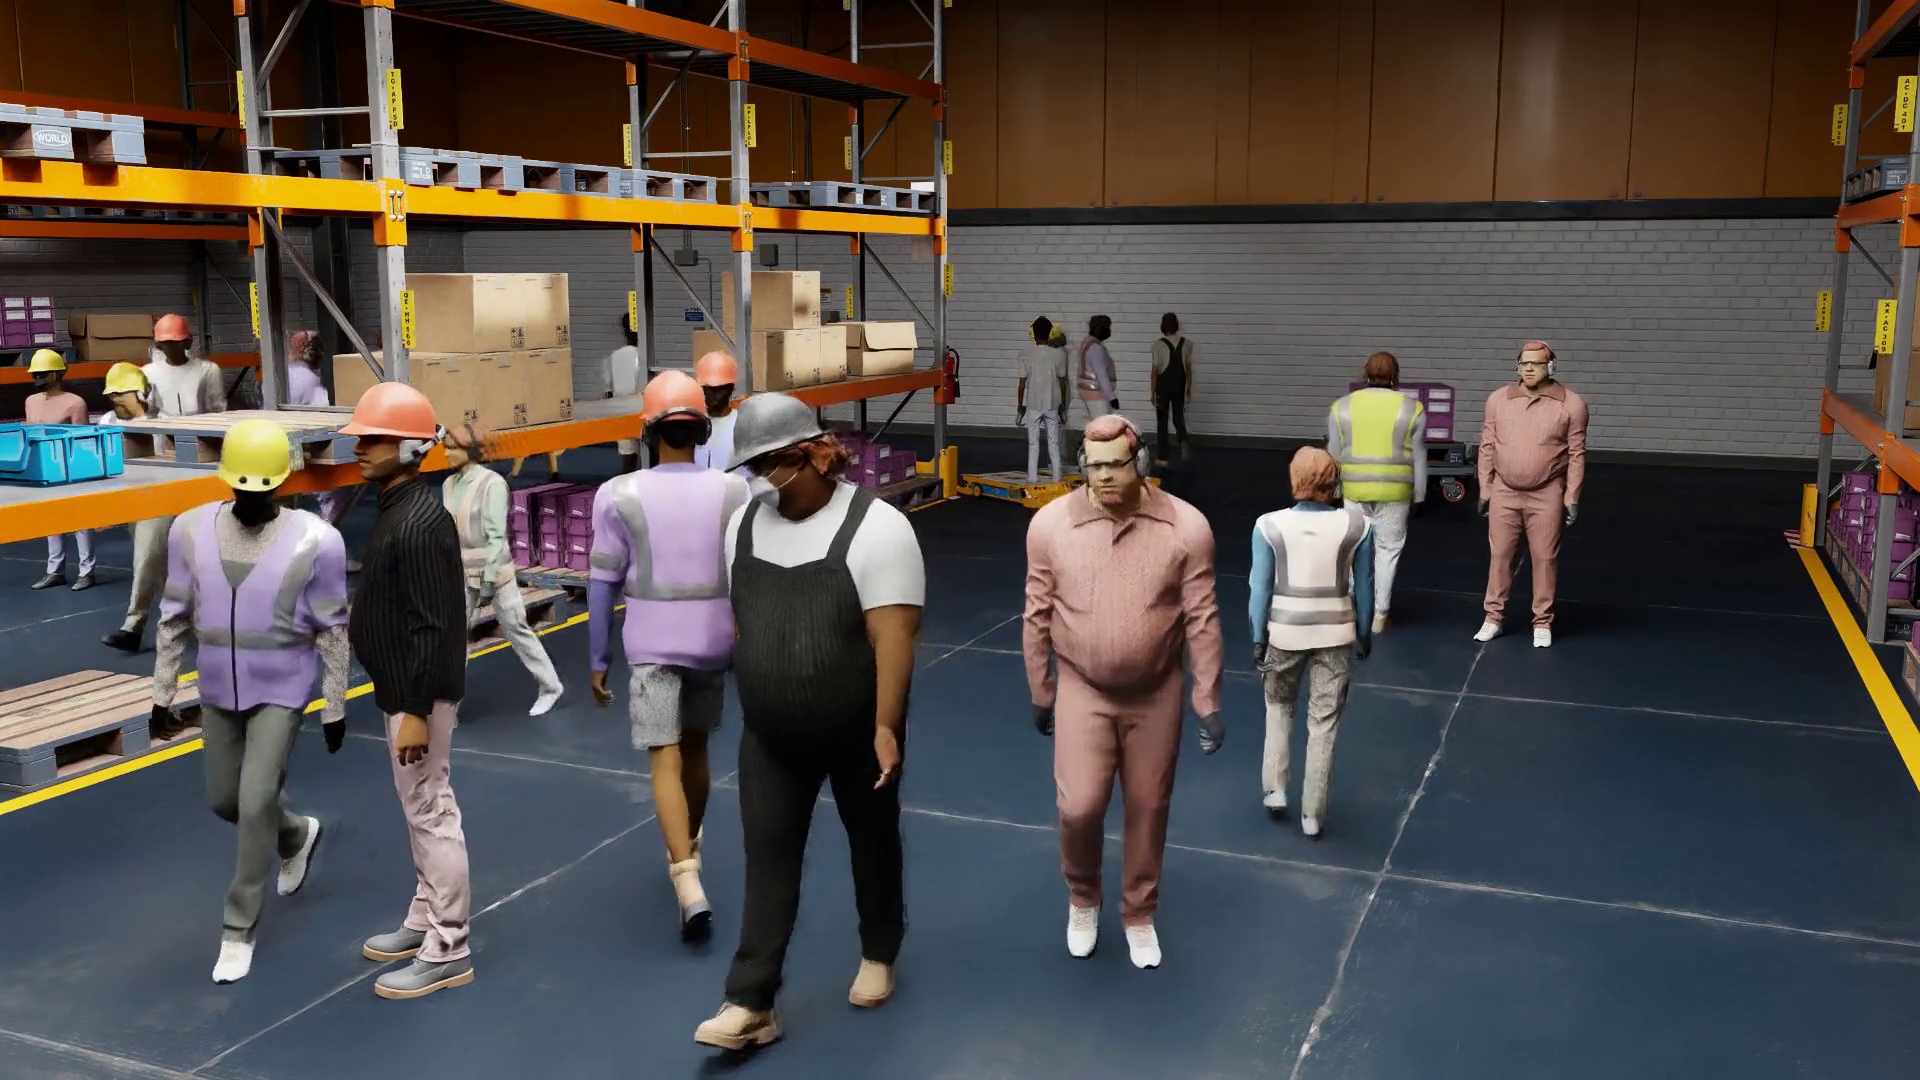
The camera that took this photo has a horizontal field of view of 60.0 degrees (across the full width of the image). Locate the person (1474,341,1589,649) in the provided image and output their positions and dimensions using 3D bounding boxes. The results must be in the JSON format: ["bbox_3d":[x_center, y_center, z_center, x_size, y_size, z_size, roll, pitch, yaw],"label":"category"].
[{"bbox_3d":[3.535,-0.282,10.354,0.639,1.911,0.402,6,11,31],"label":"person"}]

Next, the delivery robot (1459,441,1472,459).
[{"bbox_3d":[5.237,-0.960,18.269,0.707,0.478,0.477,0,9,1],"label":"delivery robot"}]

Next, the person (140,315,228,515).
[{"bbox_3d":[-5.958,-0.720,12.763,0.664,1.987,1.021,-3,10,-15],"label":"person"}]

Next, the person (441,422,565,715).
[{"bbox_3d":[-2.424,0.175,8.536,0.506,1.593,0.886,6,11,33],"label":"person"}]

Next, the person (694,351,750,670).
[{"bbox_3d":[-1.392,-0.120,9.445,0.553,1.883,1.002,3,10,17],"label":"person"}]

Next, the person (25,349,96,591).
[{"bbox_3d":[-6.572,-0.498,12.119,0.525,1.759,0.337,2,10,13],"label":"person"}]

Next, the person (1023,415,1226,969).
[{"bbox_3d":[0.546,0.522,5.575,0.664,1.884,0.446,0,9,2],"label":"person"}]

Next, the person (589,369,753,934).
[{"bbox_3d":[-1.017,0.386,6.045,0.623,2.009,0.990,-3,10,-19],"label":"person"}]

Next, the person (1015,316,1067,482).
[{"bbox_3d":[0.808,-1.283,16.529,0.520,1.873,0.333,-1,9,-5],"label":"person"}]

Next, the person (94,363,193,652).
[{"bbox_3d":[-5.117,-0.223,10.422,0.579,1.774,0.974,3,10,16],"label":"person"}]

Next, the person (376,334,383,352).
[{"bbox_3d":[-6.992,-1.795,20.473,0.517,1.582,0.880,3,10,17],"label":"person"}]

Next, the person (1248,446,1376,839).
[{"bbox_3d":[1.480,0.415,7.007,0.521,1.620,0.579,2,10,12],"label":"person"}]

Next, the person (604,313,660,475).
[{"bbox_3d":[-2.961,-1.119,15.279,0.643,1.953,0.416,5,10,27],"label":"person"}]

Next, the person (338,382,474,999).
[{"bbox_3d":[-1.802,0.482,5.453,0.373,1.997,0.618,-4,10,-23],"label":"person"}]

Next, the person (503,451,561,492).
[{"bbox_3d":[-4.605,-1.448,17.436,0.825,1.907,0.556,-2,10,-12],"label":"person"}]

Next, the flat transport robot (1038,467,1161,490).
[{"bbox_3d":[1.355,-0.648,17.520,1.431,0.197,0.652,-6,11,-31],"label":"flat transport robot"}]

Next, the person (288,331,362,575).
[{"bbox_3d":[-4.902,-0.640,12.618,0.662,1.874,0.804,7,11,35],"label":"person"}]

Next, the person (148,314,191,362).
[{"bbox_3d":[-8.601,-1.510,18.005,0.608,1.831,0.966,4,10,22],"label":"person"}]

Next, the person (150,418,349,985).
[{"bbox_3d":[-2.392,0.494,5.735,0.678,1.876,0.775,1,9,5],"label":"person"}]

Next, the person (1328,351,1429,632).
[{"bbox_3d":[2.680,-0.299,10.691,0.633,1.828,0.447,5,11,27],"label":"person"}]

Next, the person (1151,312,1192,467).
[{"bbox_3d":[2.485,-1.742,19.438,0.536,1.831,0.574,-2,10,-13],"label":"person"}]

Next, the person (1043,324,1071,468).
[{"bbox_3d":[1.087,-1.629,19.135,0.426,1.706,0.522,2,10,10],"label":"person"}]

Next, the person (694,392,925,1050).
[{"bbox_3d":[-0.461,0.527,5.049,0.702,2.000,0.938,3,10,18],"label":"person"}]

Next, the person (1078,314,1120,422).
[{"bbox_3d":[1.573,-1.590,18.531,0.506,1.828,0.656,0,9,2],"label":"person"}]

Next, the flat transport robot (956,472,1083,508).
[{"bbox_3d":[0.615,-0.522,16.757,0.652,0.197,1.431,-6,11,-32],"label":"flat transport robot"}]
